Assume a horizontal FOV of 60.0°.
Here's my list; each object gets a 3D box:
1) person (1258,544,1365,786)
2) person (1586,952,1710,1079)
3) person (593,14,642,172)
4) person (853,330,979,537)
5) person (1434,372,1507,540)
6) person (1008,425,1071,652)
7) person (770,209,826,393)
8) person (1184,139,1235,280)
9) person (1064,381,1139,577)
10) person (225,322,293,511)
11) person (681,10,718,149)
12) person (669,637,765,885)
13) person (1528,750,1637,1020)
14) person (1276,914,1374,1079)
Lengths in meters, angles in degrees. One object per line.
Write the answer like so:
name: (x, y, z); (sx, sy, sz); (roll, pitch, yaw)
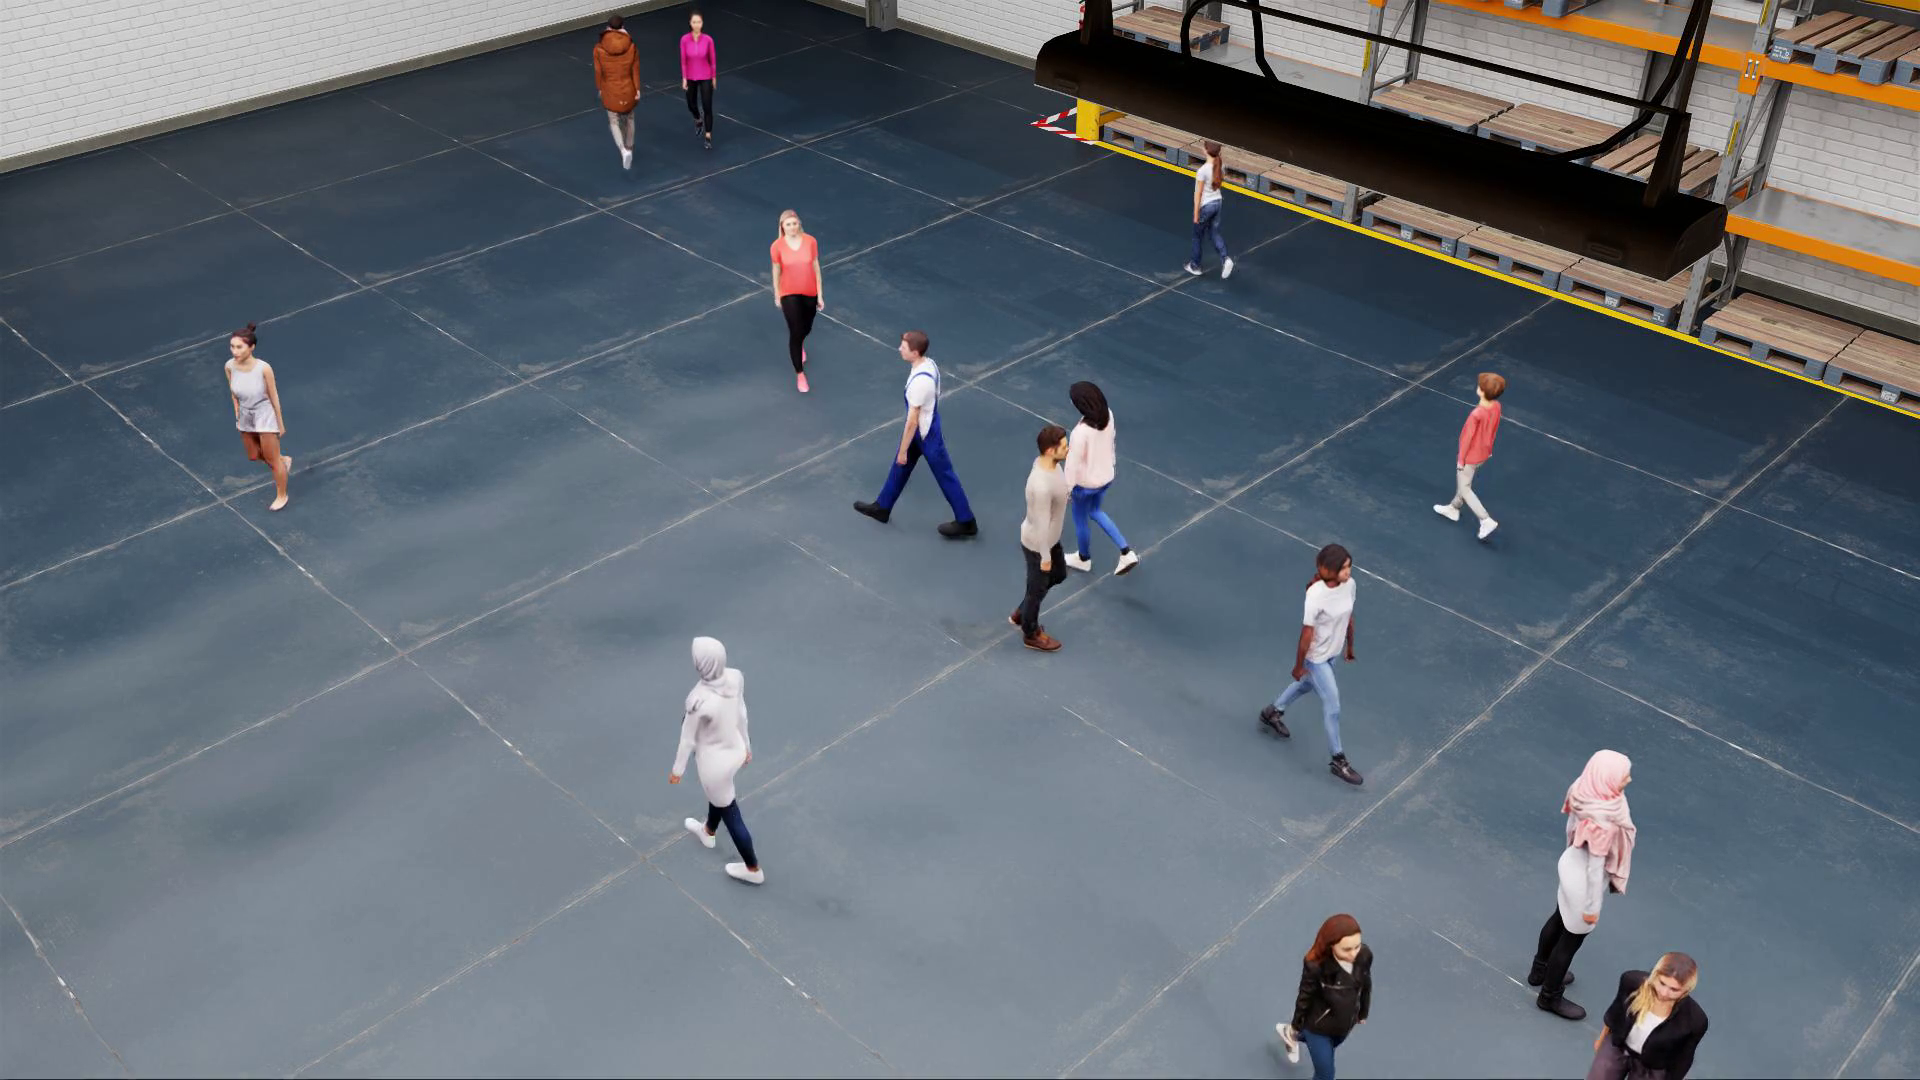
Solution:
person: (2.315, 0.736, 10.938); (0.595, 1.675, 1.099); (-28, 42, -35)
person: (3.391, 2.556, 8.228); (0.733, 1.644, 0.688); (28, 43, 36)
person: (-4.080, -5.340, 19.952); (0.975, 1.815, 1.174); (-11, 35, -16)
person: (-0.178, -0.788, 13.128); (1.310, 1.788, 1.170); (3, 34, 5)
person: (4.167, -0.670, 13.303); (0.577, 1.397, 0.882); (-24, 40, -31)
person: (0.502, -0.008, 11.899); (0.850, 1.849, 0.816); (6, 34, 9)
person: (-1.512, -2.296, 15.515); (0.922, 1.657, 1.197); (-11, 35, -16)
person: (2.639, -3.445, 17.340); (0.679, 1.550, 0.961); (-19, 38, -26)
person: (1.068, -0.404, 12.597); (0.928, 1.736, 0.699); (28, 43, 35)
person: (-5.716, -1.042, 13.684); (0.793, 1.595, 0.828); (7, 34, 10)
person: (-3.238, -5.749, 20.683); (0.795, 1.687, 0.863); (-3, 34, -4)
person: (-1.361, 1.365, 9.920); (1.002, 1.753, 0.783); (17, 37, 24)
person: (3.406, 1.869, 9.116); (0.783, 1.803, 0.739); (4, 34, 5)
person: (1.873, 2.414, 8.608); (0.796, 1.459, 1.021); (-14, 36, -20)
